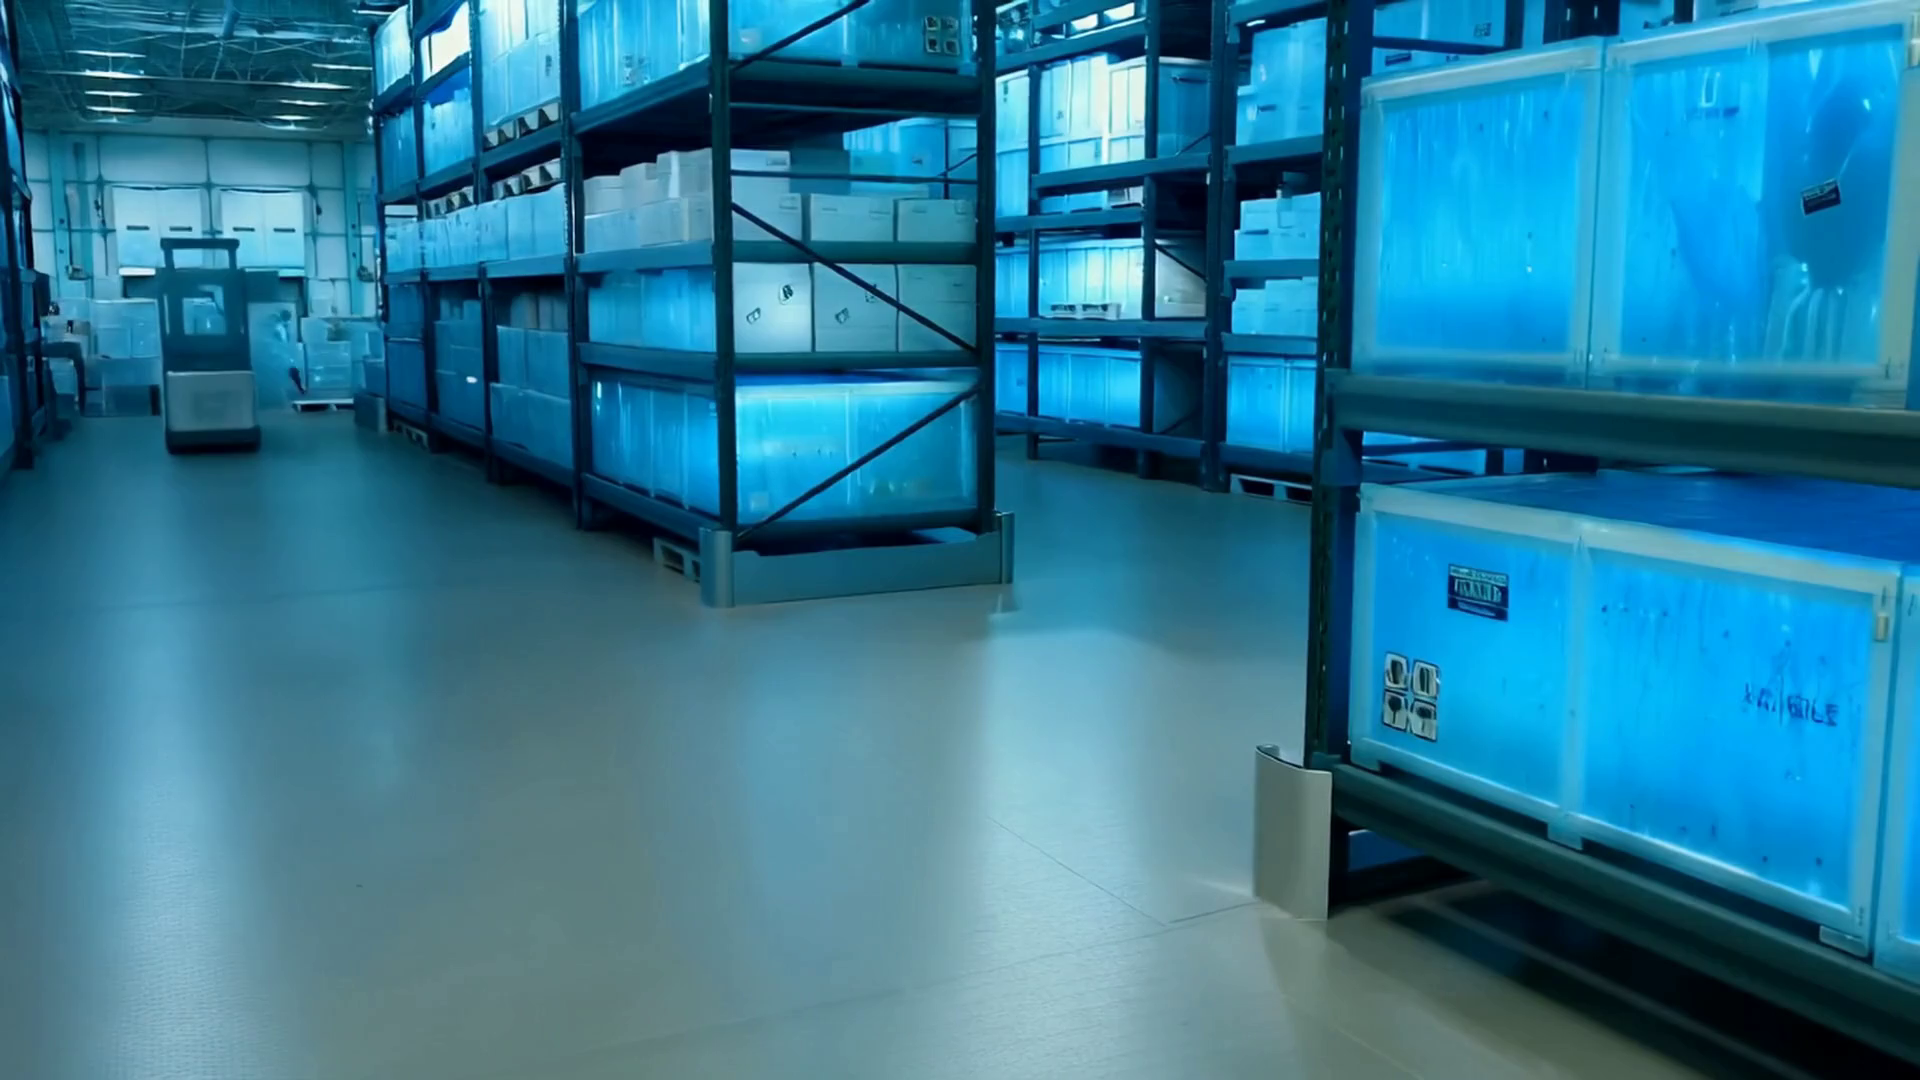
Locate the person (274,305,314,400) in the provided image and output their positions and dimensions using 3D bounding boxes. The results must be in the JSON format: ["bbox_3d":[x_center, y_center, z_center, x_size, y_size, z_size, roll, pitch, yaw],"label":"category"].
[{"bbox_3d":[-13.263,-3.688,32.890,0.922,1.899,0.566,0,8,-1],"label":"person"}]

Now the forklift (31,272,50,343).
[{"bbox_3d":[-27.991,-6.737,50.544,1.873,2.768,1.129,1,8,5],"label":"forklift"}]

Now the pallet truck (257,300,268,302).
[{"bbox_3d":[-23.913,-7.404,58.171,1.885,1.965,0.823,-1,8,-9],"label":"pallet truck"}]

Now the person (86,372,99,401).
[{"bbox_3d":[-16.857,-3.650,32.991,0.638,1.805,0.959,8,11,43],"label":"person"}]

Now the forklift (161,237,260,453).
[{"bbox_3d":[-10.037,-2.619,22.145,1.129,2.768,1.873,-4,9,-26],"label":"forklift"}]

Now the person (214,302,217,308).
[{"bbox_3d":[-24.667,-6.916,55.104,0.597,1.913,0.474,-3,9,-18],"label":"person"}]

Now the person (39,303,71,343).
[{"bbox_3d":[-20.513,-4.414,37.754,0.637,1.938,0.357,-4,9,-26],"label":"person"}]

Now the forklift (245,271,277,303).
[{"bbox_3d":[-20.652,-6.547,49.238,1.873,2.768,1.129,6,10,37],"label":"forklift"}]
